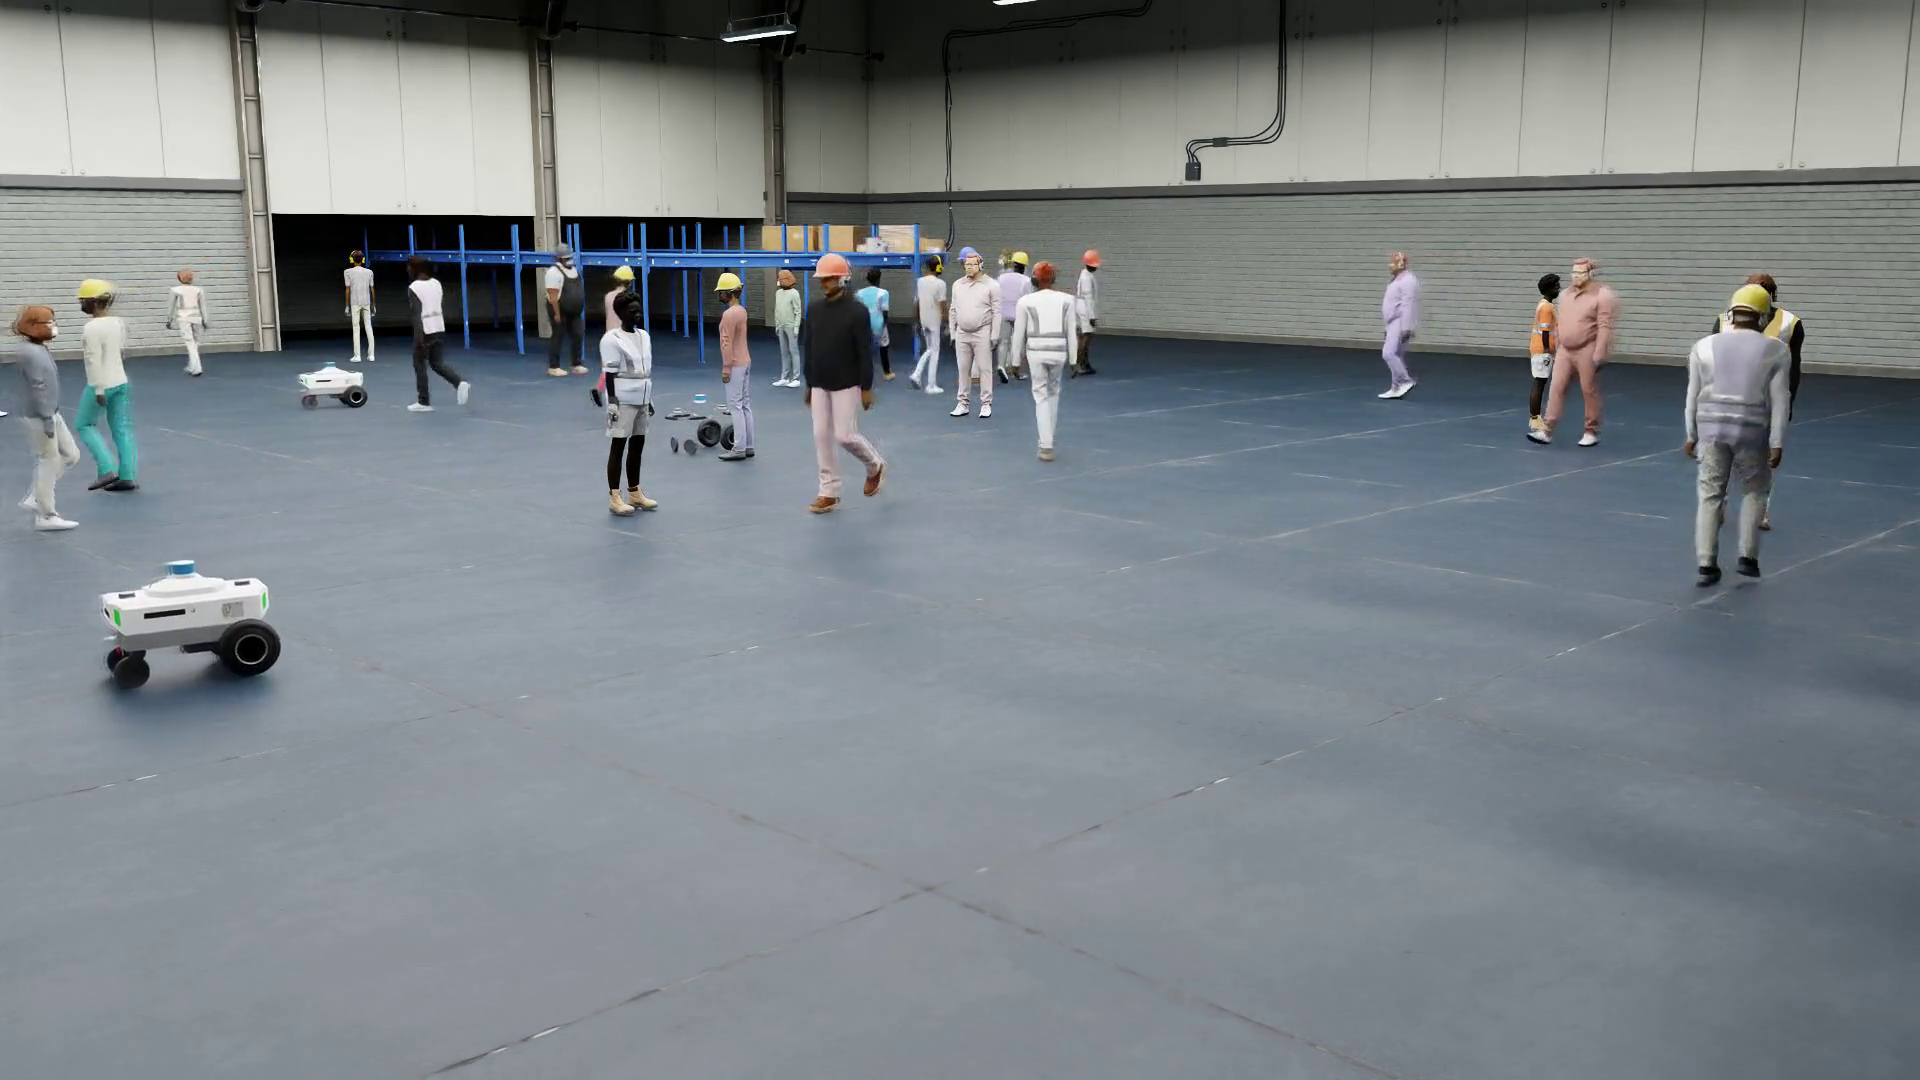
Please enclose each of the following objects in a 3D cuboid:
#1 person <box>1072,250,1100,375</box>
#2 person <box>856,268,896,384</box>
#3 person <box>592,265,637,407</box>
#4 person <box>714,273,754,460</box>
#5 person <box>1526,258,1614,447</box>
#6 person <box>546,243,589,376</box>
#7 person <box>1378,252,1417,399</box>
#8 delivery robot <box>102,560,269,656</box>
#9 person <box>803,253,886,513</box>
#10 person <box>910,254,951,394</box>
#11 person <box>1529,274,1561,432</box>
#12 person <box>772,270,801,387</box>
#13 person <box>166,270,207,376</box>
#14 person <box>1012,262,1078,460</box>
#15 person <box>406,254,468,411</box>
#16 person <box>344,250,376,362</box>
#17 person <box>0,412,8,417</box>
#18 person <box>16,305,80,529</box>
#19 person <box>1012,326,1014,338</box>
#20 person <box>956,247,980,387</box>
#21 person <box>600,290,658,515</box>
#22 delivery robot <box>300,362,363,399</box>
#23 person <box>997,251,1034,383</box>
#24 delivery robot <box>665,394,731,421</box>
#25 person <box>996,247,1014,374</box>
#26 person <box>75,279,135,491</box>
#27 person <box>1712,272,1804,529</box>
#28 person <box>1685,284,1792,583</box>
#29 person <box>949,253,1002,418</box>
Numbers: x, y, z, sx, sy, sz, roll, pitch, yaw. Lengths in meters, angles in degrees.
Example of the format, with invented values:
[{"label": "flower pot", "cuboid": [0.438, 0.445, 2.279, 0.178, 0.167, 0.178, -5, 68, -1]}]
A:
[{"label": "person", "cuboid": [1.923, -3.444, 25.264, 0.395, 1.883, 0.661, 0, 10, 3]}, {"label": "person", "cuboid": [-1.238, -3.061, 23.801, 0.538, 1.641, 0.888, 4, 11, 22]}, {"label": "person", "cuboid": [-4.098, -2.401, 19.892, 0.543, 1.748, 0.539, 8, 13, 36]}, {"label": "person", "cuboid": [-2.155, -1.646, 15.782, 0.335, 1.757, 0.517, 1, 10, 6]}, {"label": "person", "cuboid": [6.112, -1.857, 16.607, 0.881, 1.869, 0.672, -7, 13, -35]}, {"label": "person", "cuboid": [-5.953, -3.463, 25.030, 0.733, 2.000, 0.702, 6, 12, 30]}, {"label": "person", "cuboid": [5.620, -2.760, 21.469, 0.428, 1.892, 0.676, 0, 10, 0]}, {"label": "delivery robot", "cuboid": [-3.757, 0.342, 8.078, 0.707, 0.478, 0.477, -7, 13, -33]}, {"label": "person", "cuboid": [-0.919, -1.219, 12.851, 0.619, 1.976, 0.643, 8, 13, 36]}, {"label": "person", "cuboid": [-0.388, -2.892, 22.316, 0.536, 1.850, 0.407, 10, 14, 43]}, {"label": "person", "cuboid": [6.338, -2.027, 18.021, 0.319, 1.696, 0.532, 3, 11, 16]}, {"label": "person", "cuboid": [-2.417, -2.962, 23.293, 0.286, 1.631, 0.501, -10, 14, -43]}, {"label": "person", "cuboid": [-11.672, -3.288, 25.187, 0.855, 1.594, 0.516, 8, 13, 38]}, {"label": "person", "cuboid": [0.785, -1.731, 15.984, 0.600, 1.849, 0.836, -3, 11, -14]}, {"label": "person", "cuboid": [-6.360, -2.491, 20.026, 0.739, 1.890, 0.617, 4, 11, 20]}, {"label": "person", "cuboid": [-10.105, -3.939, 28.009, 0.514, 1.865, 0.312, -8, 13, -38]}, {"label": "person", "cuboid": [-11.478, -2.389, 19.424, 0.654, 1.904, 0.406, 8, 13, 38]}, {"label": "person", "cuboid": [-6.556, -0.882, 11.985, 0.345, 1.617, 0.519, -4, 11, -21]}, {"label": "person", "cuboid": [0.899, -3.681, 27.297, 0.518, 1.606, 0.801, -1, 10, -4]}, {"label": "person", "cuboid": [0.146, -3.137, 23.393, 0.409, 1.943, 0.614, 1, 10, 6]}, {"label": "person", "cuboid": [-2.526, -1.056, 12.725, 0.317, 1.695, 0.540, 5, 12, 26]}, {"label": "delivery robot", "cuboid": [-7.801, -1.963, 20.648, 0.707, 0.478, 0.477, -6, 12, -30]}, {"label": "person", "cuboid": [0.758, -3.241, 24.154, 0.591, 1.886, 0.923, 4, 11, 19]}, {"label": "delivery robot", "cuboid": [-2.573, -1.326, 16.465, 0.698, 0.223, 0.335, -9, 14, -39]}, {"label": "person", "cuboid": [0.713, -3.516, 25.510, 0.450, 1.922, 0.658, -4, 11, -23]}, {"label": "person", "cuboid": [-7.110, -1.273, 13.770, 0.455, 1.752, 0.531, 1, 10, 5]}, {"label": "person", "cuboid": [5.741, -1.011, 12.083, 0.625, 1.844, 0.429, 5, 12, 27]}, {"label": "person", "cuboid": [4.744, -0.647, 10.165, 0.607, 1.808, 0.570, 7, 13, 35]}, {"label": "person", "cuboid": [0.156, -2.392, 19.441, 0.649, 1.907, 0.409, 5, 11, 23]}]
